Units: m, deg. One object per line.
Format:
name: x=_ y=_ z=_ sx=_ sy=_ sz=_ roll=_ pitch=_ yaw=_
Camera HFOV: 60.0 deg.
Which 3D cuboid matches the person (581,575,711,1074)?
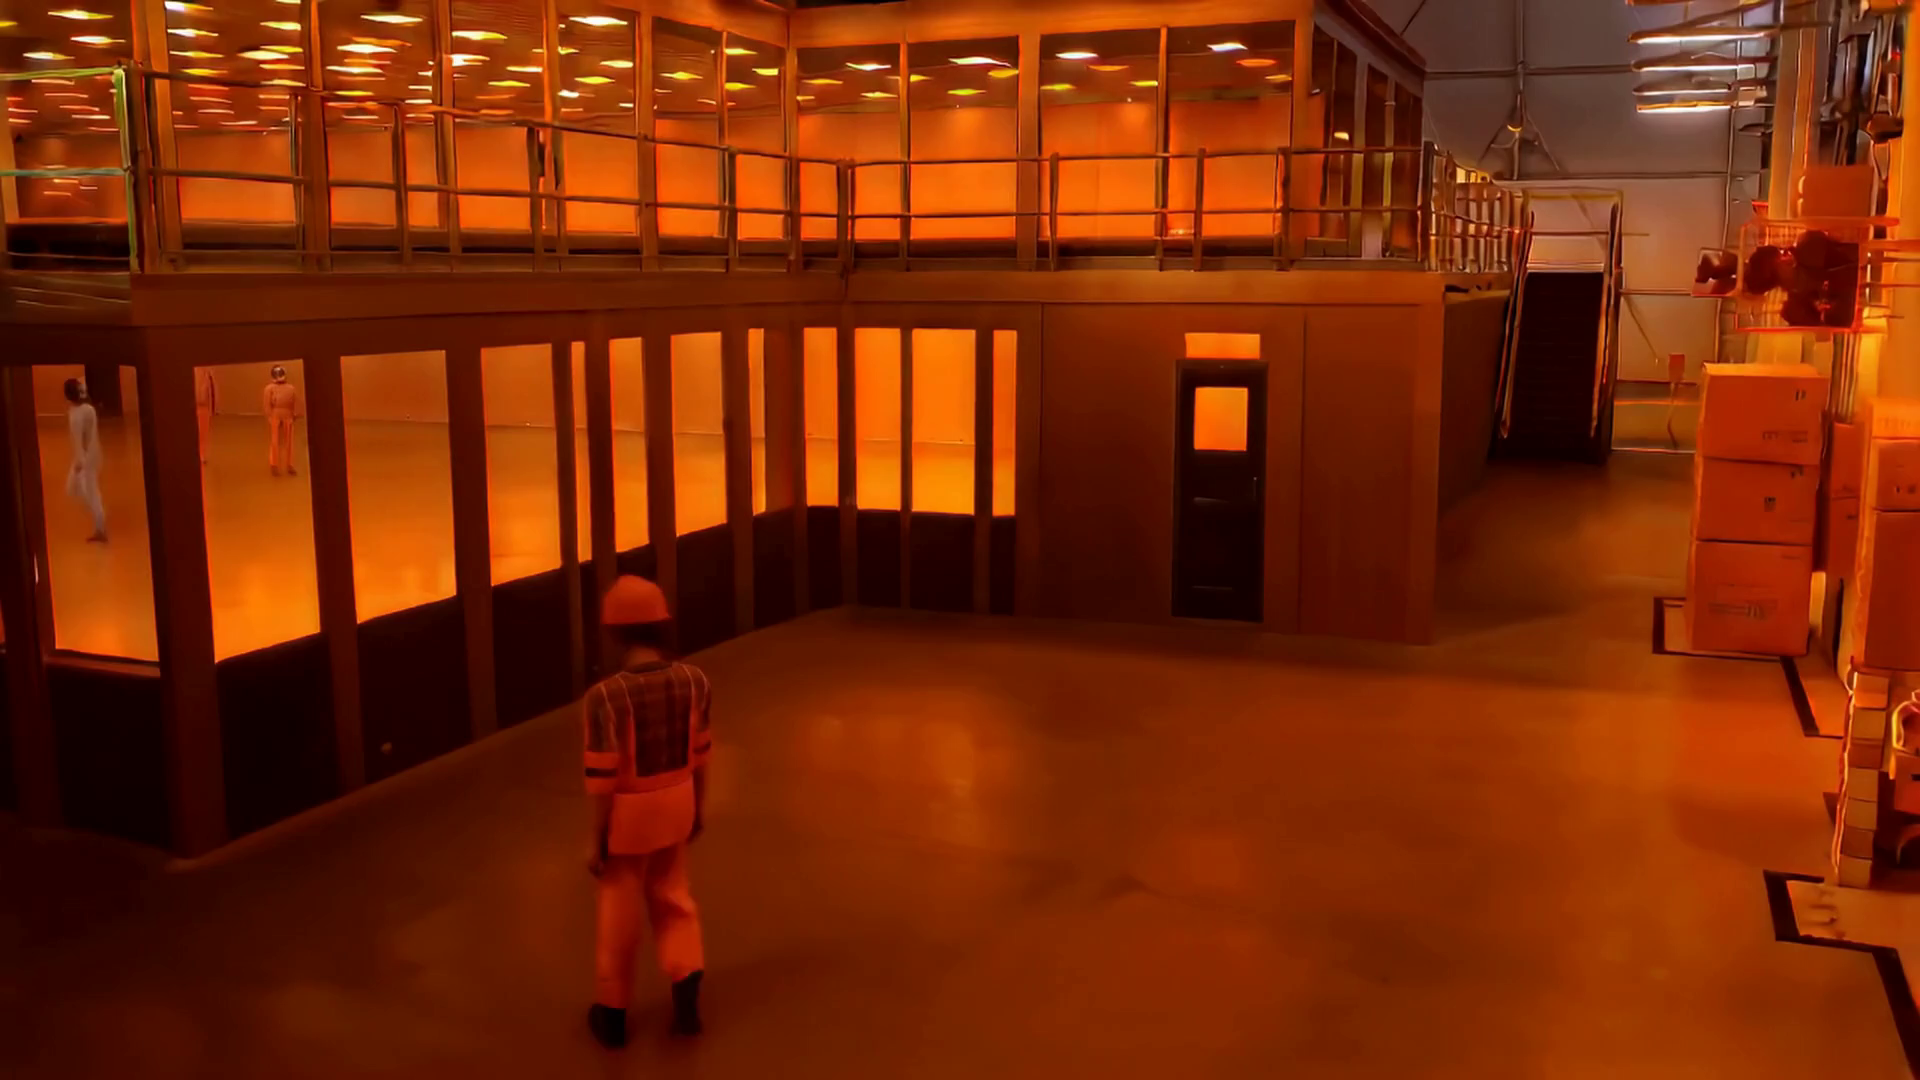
person: x=-1.196 y=1.086 z=6.306 sx=0.558 sy=1.935 sz=0.452 roll=-8 pitch=12 yaw=-42
